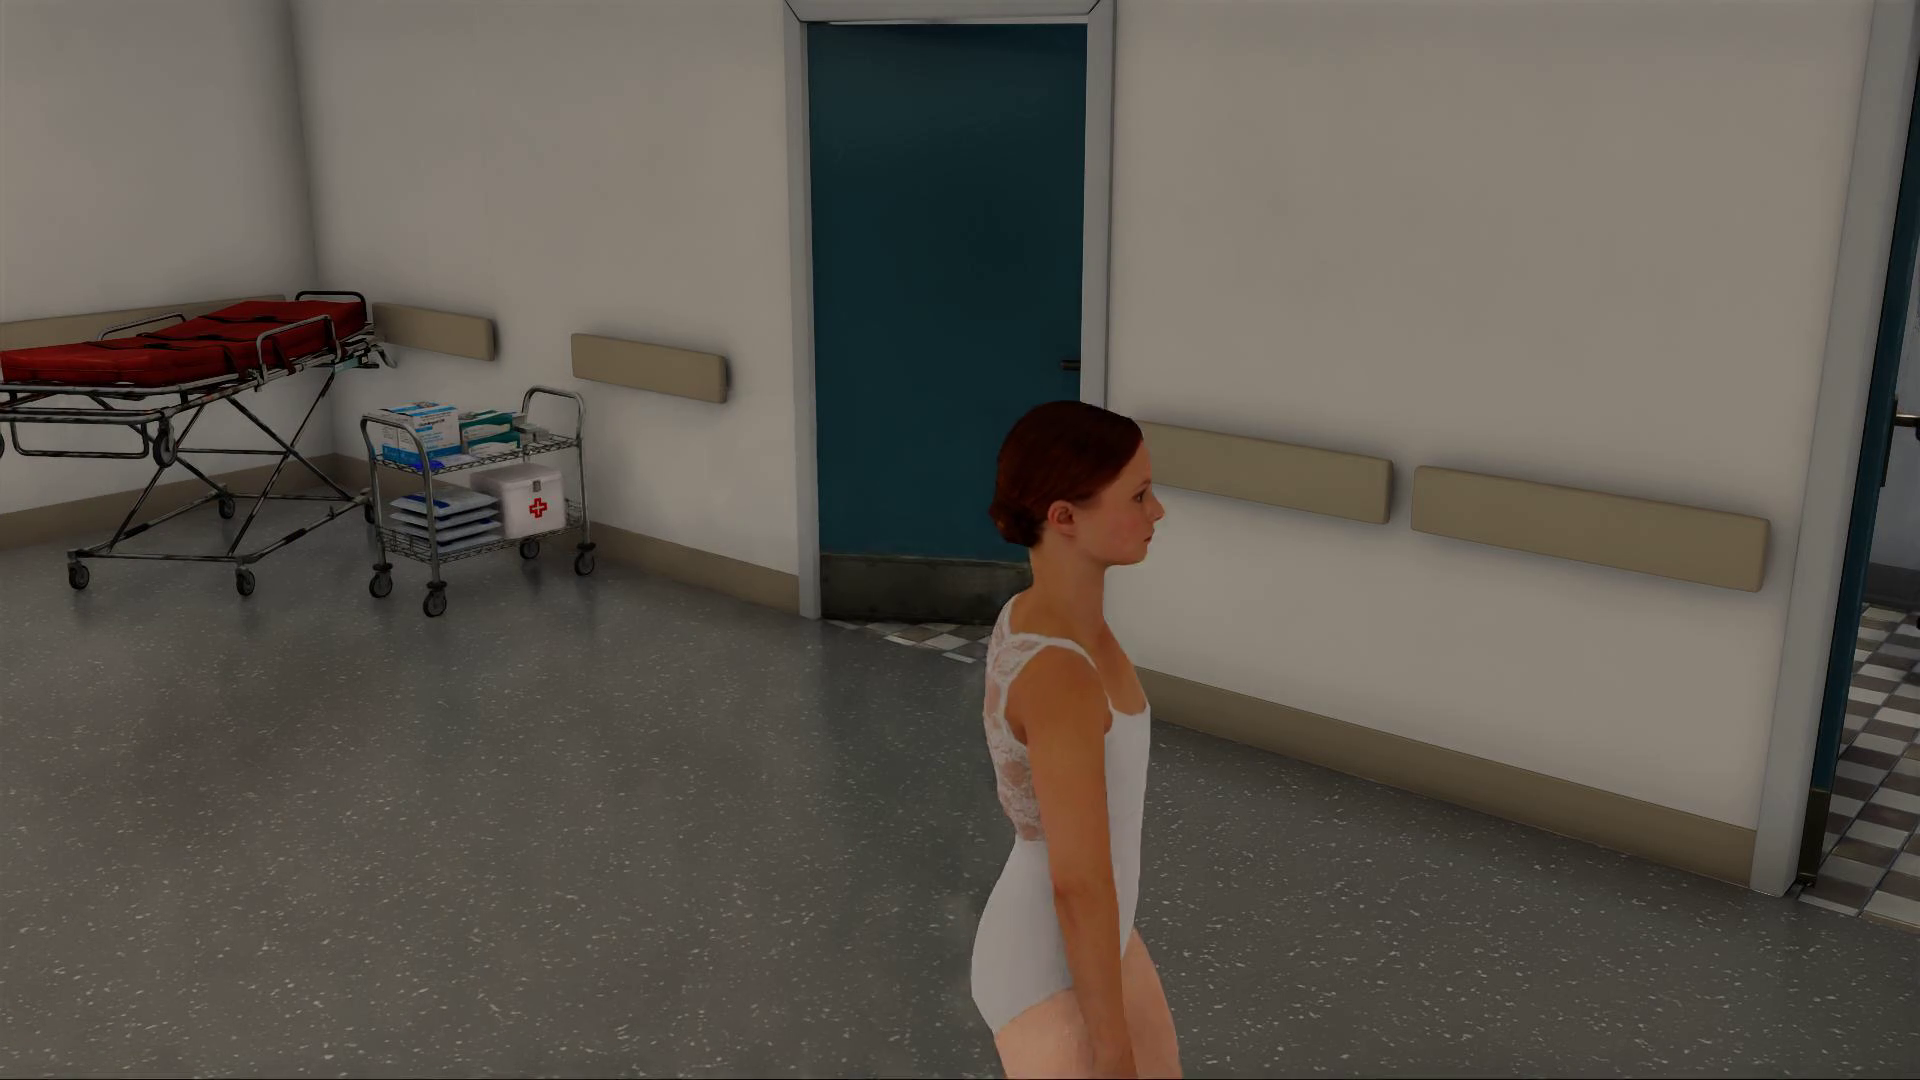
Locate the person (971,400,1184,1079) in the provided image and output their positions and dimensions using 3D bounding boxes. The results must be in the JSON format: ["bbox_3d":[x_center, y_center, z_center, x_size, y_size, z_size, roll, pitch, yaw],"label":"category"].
[{"bbox_3d":[0.069,0.611,2.381,0.715,1.632,0.668,0,16,1],"label":"person"}]
